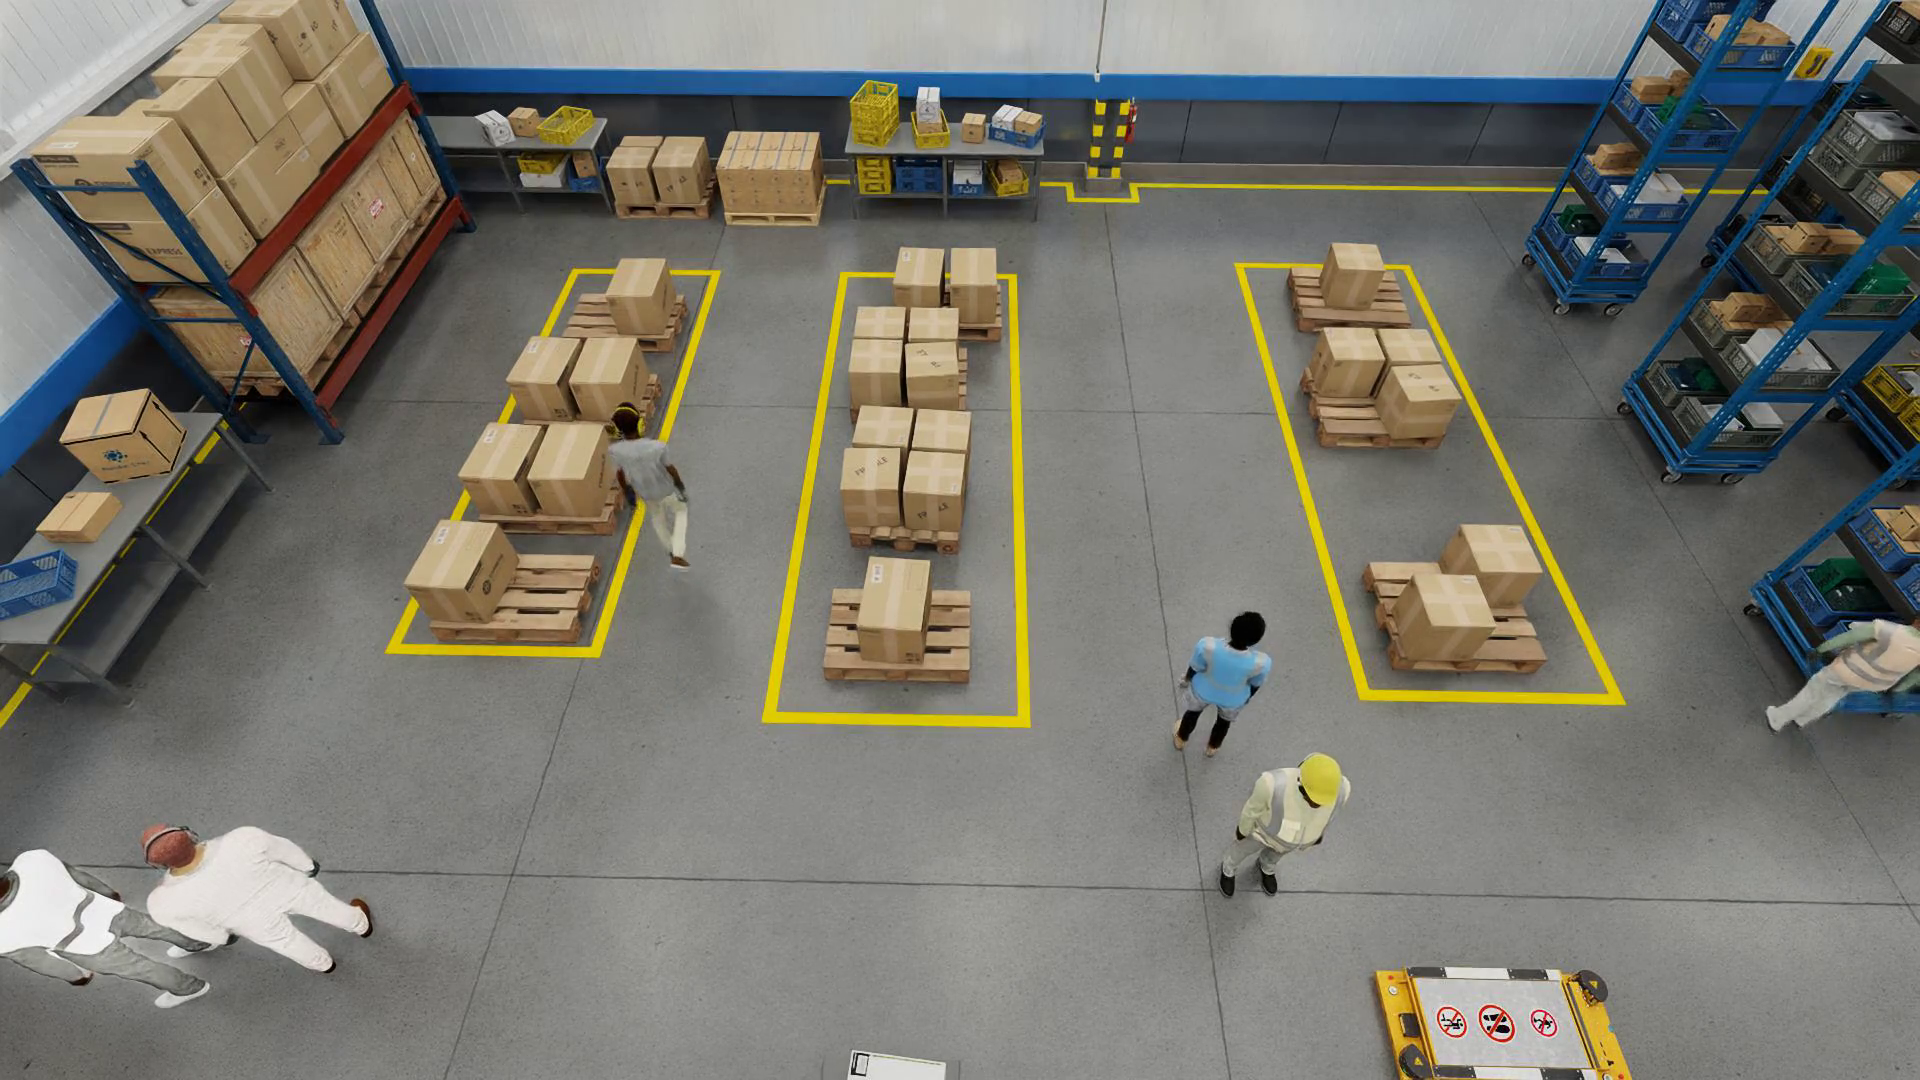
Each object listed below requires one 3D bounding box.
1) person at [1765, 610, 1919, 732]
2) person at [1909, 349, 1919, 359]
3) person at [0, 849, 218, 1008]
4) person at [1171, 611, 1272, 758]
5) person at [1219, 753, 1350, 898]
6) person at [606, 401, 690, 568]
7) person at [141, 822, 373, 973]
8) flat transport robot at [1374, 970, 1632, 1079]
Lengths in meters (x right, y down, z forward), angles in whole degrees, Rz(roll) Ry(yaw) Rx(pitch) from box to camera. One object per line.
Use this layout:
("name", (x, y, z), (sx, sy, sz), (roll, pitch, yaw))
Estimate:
("person", (6.679, 0.943, 6.825), (0.554, 1.624, 0.448), (23, 54, 17))
("person", (10.804, -2.563, 9.462), (0.415, 1.984, 0.615), (2, 51, 2))
("person", (-5.234, 2.344, 5.512), (0.389, 1.910, 0.584), (-11, 52, -9))
("person", (1.885, 1.079, 6.684), (0.579, 1.690, 0.318), (16, 53, 13))
("person", (2.096, 1.868, 5.943), (0.587, 1.835, 0.403), (0, 51, 0))
("person", (-2.604, -0.411, 7.787), (0.563, 1.849, 0.498), (-3, 51, -2))
("person", (-4.313, 2.185, 5.640), (0.407, 1.905, 0.655), (30, 57, 22))
("flat transport robot", (3.501, 3.133, 5.914), (1.431, 0.197, 0.652), (1, 51, 1))
